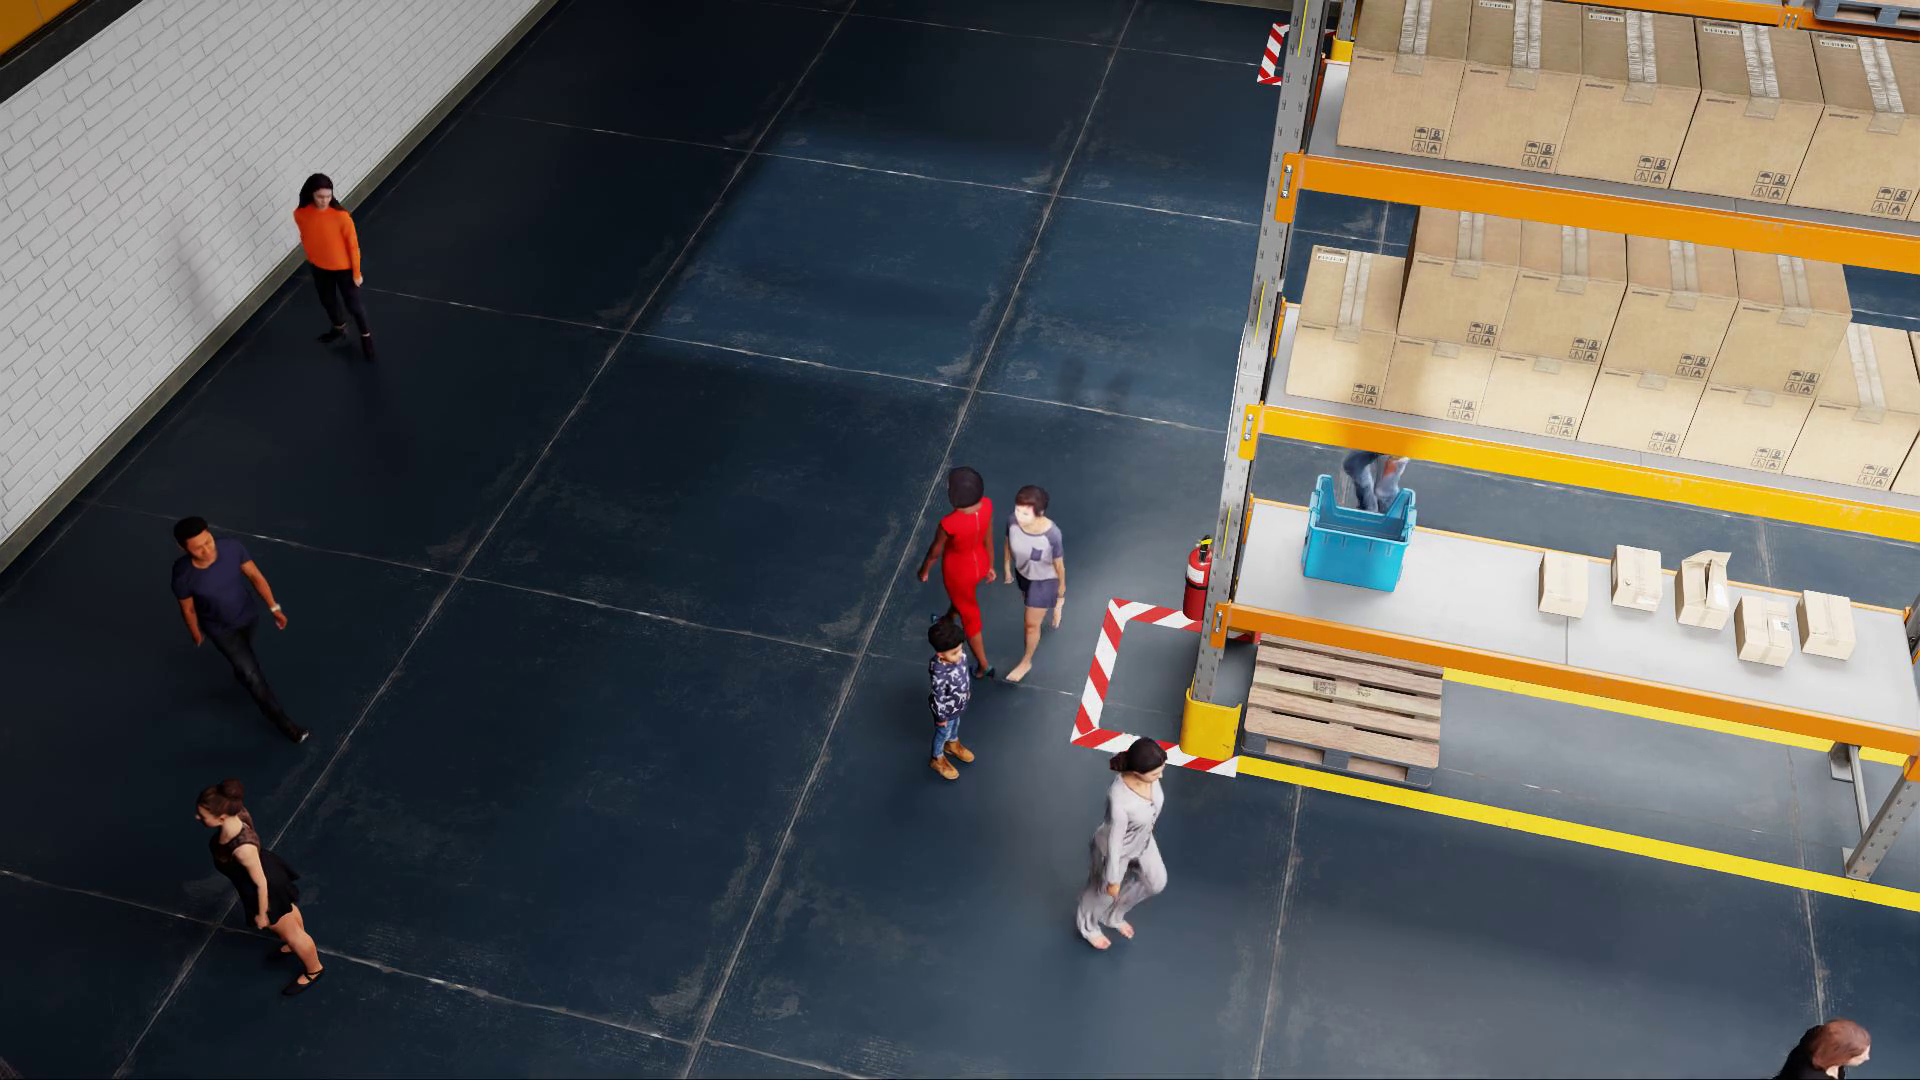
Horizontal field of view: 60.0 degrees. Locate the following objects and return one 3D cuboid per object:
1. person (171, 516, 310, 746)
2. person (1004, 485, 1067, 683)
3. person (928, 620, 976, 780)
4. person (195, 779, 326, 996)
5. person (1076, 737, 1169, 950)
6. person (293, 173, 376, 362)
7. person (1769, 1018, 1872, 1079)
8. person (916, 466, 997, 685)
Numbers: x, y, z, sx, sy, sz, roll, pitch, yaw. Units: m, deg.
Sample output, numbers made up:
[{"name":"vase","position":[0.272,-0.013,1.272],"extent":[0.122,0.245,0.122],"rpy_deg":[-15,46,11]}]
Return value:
[{"name":"person","position":[-4.586,0.454,10.362],"extent":[1.249,1.728,0.947],"rpy_deg":[27,50,26]},{"name":"person","position":[0.536,0.182,10.792],"extent":[0.993,1.529,0.864],"rpy_deg":[26,49,25]},{"name":"person","position":[-0.070,0.959,10.180],"extent":[0.550,1.248,0.536],"rpy_deg":[22,48,22]},{"name":"person","position":[-3.759,1.848,8.940],"extent":[0.738,1.672,0.674],"rpy_deg":[-23,48,-22]},{"name":"person","position":[0.829,1.625,9.116],"extent":[0.822,1.752,0.823],"rpy_deg":[30,51,27]},{"name":"person","position":[-4.948,-2.175,13.130],"extent":[0.557,1.717,0.902],"rpy_deg":[16,46,17]},{"name":"person","position":[3.842,2.739,7.997],"extent":[0.902,1.683,0.722],"rpy_deg":[22,48,21]},{"name":"person","position":[0.084,0.275,10.555],"extent":[0.872,1.722,1.033],"rpy_deg":[-33,53,-30]}]
